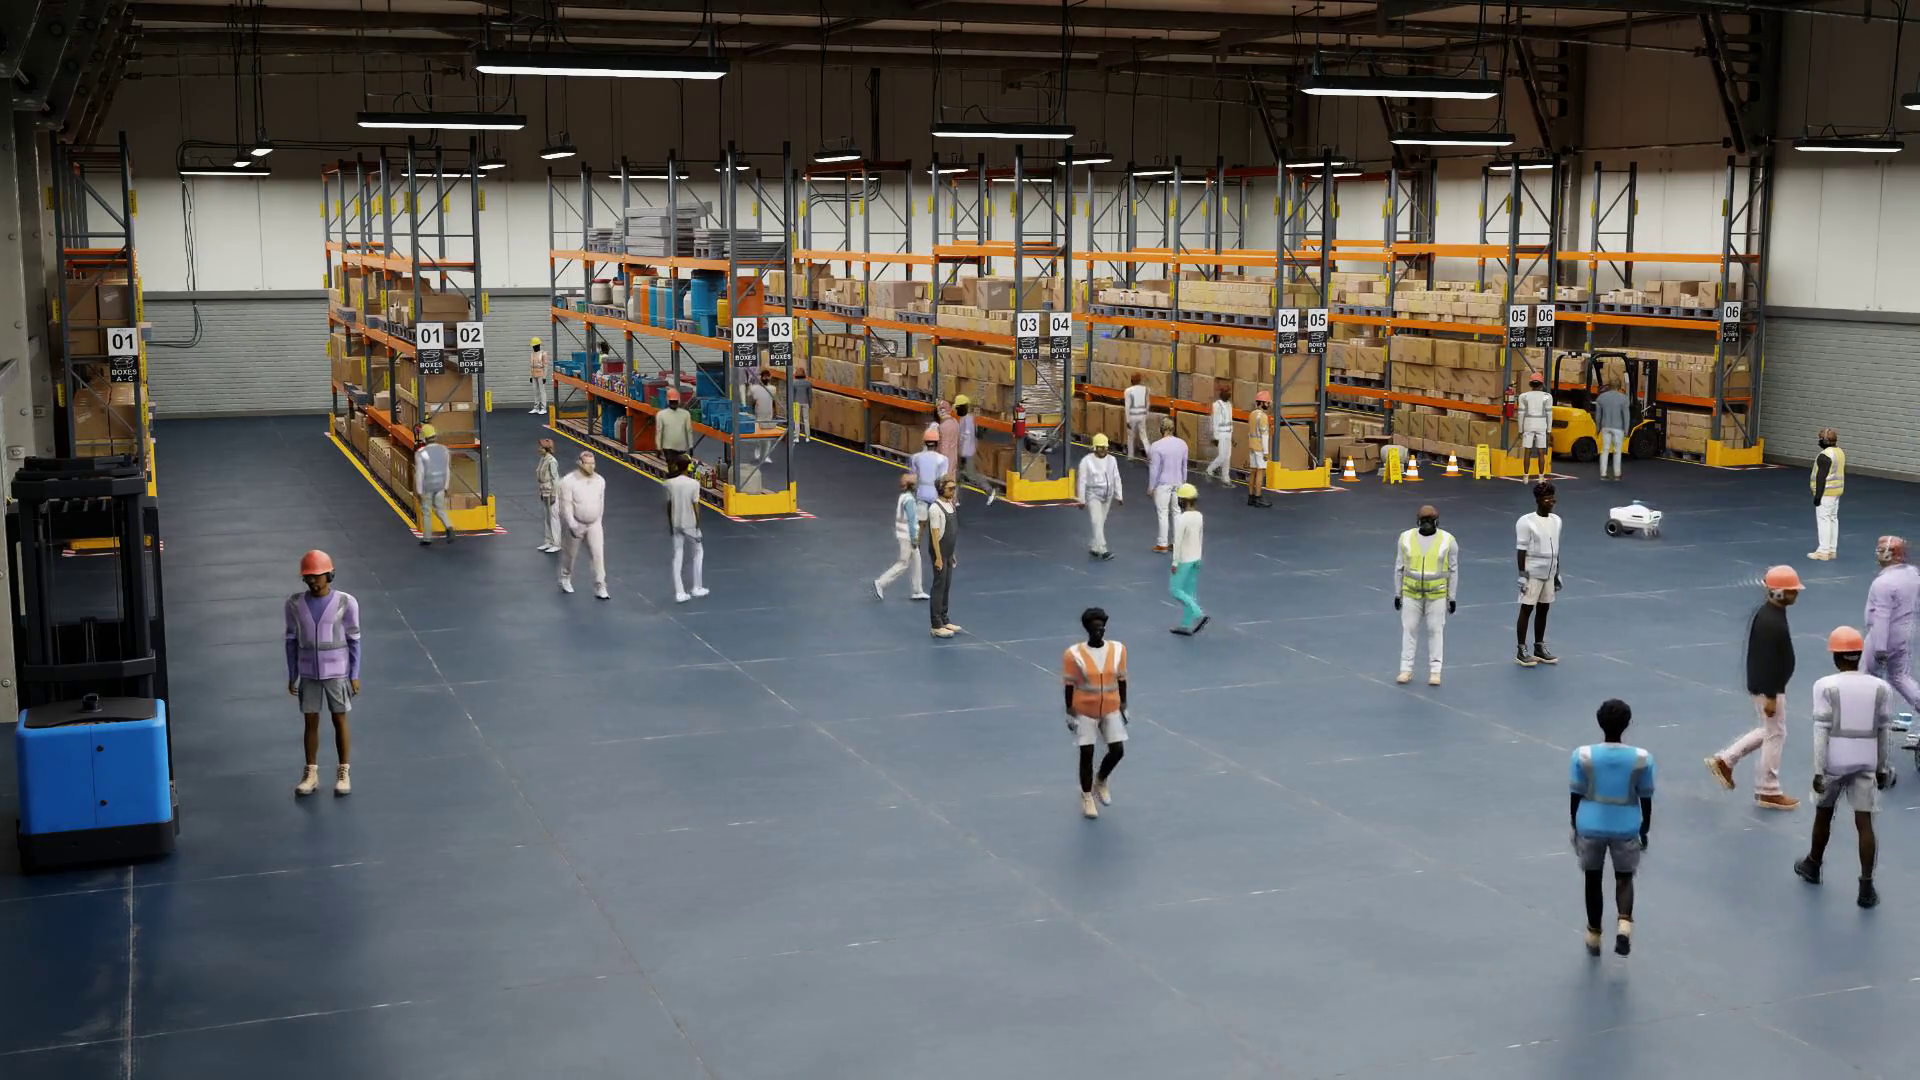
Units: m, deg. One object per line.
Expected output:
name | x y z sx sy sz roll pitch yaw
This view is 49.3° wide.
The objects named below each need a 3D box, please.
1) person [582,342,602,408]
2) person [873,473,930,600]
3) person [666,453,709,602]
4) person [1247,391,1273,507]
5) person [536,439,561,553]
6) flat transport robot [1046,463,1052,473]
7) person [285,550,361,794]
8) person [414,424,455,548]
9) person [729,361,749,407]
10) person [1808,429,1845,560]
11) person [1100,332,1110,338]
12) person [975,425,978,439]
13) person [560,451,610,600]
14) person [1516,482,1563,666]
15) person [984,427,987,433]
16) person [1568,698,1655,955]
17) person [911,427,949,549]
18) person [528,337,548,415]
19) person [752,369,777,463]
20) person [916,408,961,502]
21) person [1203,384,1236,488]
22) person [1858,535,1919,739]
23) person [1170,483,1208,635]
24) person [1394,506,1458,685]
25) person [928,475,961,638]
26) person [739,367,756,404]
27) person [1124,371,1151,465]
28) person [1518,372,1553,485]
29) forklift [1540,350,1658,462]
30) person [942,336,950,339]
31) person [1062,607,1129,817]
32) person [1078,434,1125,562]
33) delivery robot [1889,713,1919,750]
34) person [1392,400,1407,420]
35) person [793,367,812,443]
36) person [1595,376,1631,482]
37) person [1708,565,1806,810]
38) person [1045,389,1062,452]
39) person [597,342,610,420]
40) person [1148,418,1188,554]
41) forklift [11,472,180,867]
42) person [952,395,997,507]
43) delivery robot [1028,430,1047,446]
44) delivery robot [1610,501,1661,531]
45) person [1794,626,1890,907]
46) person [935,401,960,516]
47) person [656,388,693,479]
person | -9.468 -4.336 54.095 0.590 1.837 0.404 -1 9 -6
person | -0.716 -0.036 26.164 0.688 1.613 0.517 -1 9 -5
person | -3.402 -0.176 26.313 0.563 1.844 0.740 4 9 22
person | 5.036 -1.529 35.059 0.377 1.932 0.548 -3 9 -17
person | -5.910 -0.644 30.125 0.315 1.641 0.515 -5 10 -28
flat transport robot | 1.186 -1.427 40.036 0.652 0.197 1.431 -3 9 -20
person | -5.244 1.088 17.242 0.609 2.044 0.397 0 9 0
person | -7.663 -0.781 30.444 0.590 1.820 0.607 8 11 41
person | -5.266 -3.678 49.793 0.537 1.815 0.994 -2 9 -10
person | 12.220 -0.648 29.535 0.432 1.835 0.636 8 11 41
person | 3.795 -4.440 54.418 0.389 1.946 0.614 -5 10 -29
person | 0.216 -2.638 42.554 0.551 1.911 0.832 -4 9 -24
person | -4.789 -0.213 26.570 0.624 1.863 1.015 -5 10 -31
person | 6.202 0.352 22.406 0.602 1.967 0.366 -5 10 -29
person | 0.399 -3.346 47.433 0.651 1.863 0.944 -6 10 -33
person | 4.149 1.850 13.371 0.535 1.682 0.503 2 9 12
person | -0.447 -0.600 28.986 0.556 1.910 0.895 3 9 17
person | -10.529 -4.099 52.229 0.586 1.923 0.371 6 11 36
person | -3.881 -2.464 41.532 0.538 1.860 0.506 -3 9 -20
person | -0.414 -1.427 35.348 0.850 1.643 0.541 -3 9 -19
person | 4.690 -1.861 37.466 0.519 1.872 0.596 7 11 38
person | 8.524 0.889 19.127 0.649 1.878 0.812 -6 11 -37
person | 2.617 0.228 23.912 0.462 1.754 0.540 6 11 36
person | 4.760 0.558 21.460 0.655 1.840 0.429 3 9 19
person | -0.179 0.173 24.001 0.345 1.846 0.508 3 9 19
person | -5.234 -3.876 50.930 0.566 1.866 0.928 8 11 41
person | 3.494 -2.371 40.908 0.567 1.862 0.785 -3 9 -19
person | 10.429 -2.023 37.988 0.608 2.044 0.371 2 9 15
forklift | 12.897 -2.725 42.309 2.313 2.155 1.214 -3 9 -21
person | -0.224 -4.319 53.577 0.962 1.950 0.647 3 9 18
person | 1.081 1.360 16.611 0.552 1.682 0.371 -2 9 -14
person | 2.013 -0.587 29.259 0.595 1.788 0.903 -5 10 -31
delivery robot | 8.033 1.591 17.799 0.335 0.223 0.698 2 9 12
person | 10.151 -3.424 48.362 0.483 1.737 0.320 8 11 42
person | -3.453 -2.927 45.377 0.507 1.631 0.278 -3 9 -16
person | 12.014 -2.050 38.526 0.636 1.938 0.360 6 10 35
person | 6.469 1.168 16.900 0.609 1.980 0.629 3 9 17
person | 1.851 -2.633 43.479 0.517 1.618 0.463 -4 10 -27
person | -8.499 -3.843 50.578 0.659 1.899 0.620 -7 11 -39
person | 2.990 -0.780 30.129 0.632 1.928 0.402 -5 10 -32
forklift | -6.630 0.886 15.957 1.129 2.768 1.873 -3 9 -21
person | 0.153 -1.481 34.966 0.864 1.884 0.612 -2 9 -13
delivery robot | 1.674 -2.176 43.775 0.477 0.478 0.707 -3 9 -16
delivery robot | 10.200 -0.353 31.621 0.477 0.478 0.707 -8 12 -43
person | 6.244 1.562 14.708 0.565 1.880 0.838 0 9 1
person | -0.239 -1.261 33.384 0.409 1.903 0.638 2 9 15
person | -4.838 -1.592 35.378 0.622 1.965 0.873 -4 9 -24
